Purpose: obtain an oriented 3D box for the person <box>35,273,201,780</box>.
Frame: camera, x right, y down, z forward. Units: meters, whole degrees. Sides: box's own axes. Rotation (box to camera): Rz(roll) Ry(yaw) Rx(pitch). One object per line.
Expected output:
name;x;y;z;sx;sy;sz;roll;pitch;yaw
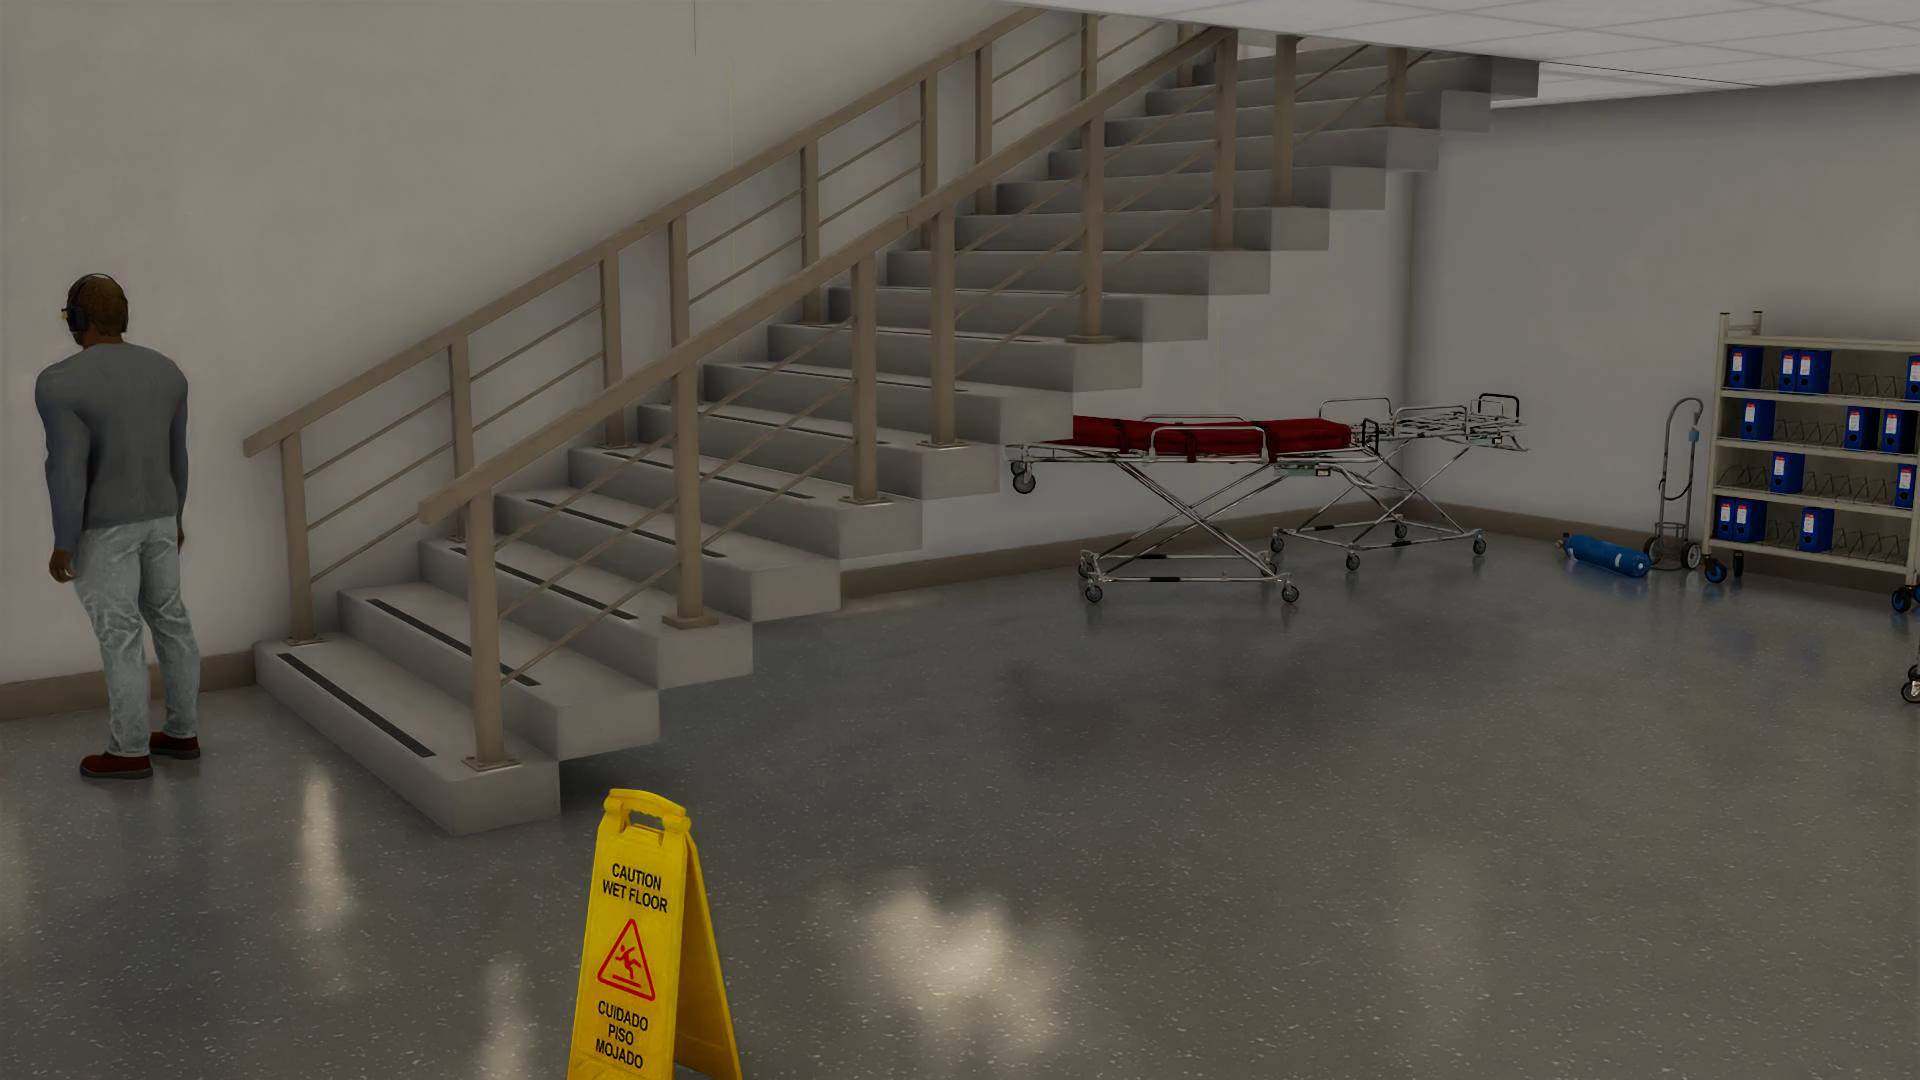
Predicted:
person;-3.228;-0.045;6.398;0.379;1.940;0.629;4;11;22
